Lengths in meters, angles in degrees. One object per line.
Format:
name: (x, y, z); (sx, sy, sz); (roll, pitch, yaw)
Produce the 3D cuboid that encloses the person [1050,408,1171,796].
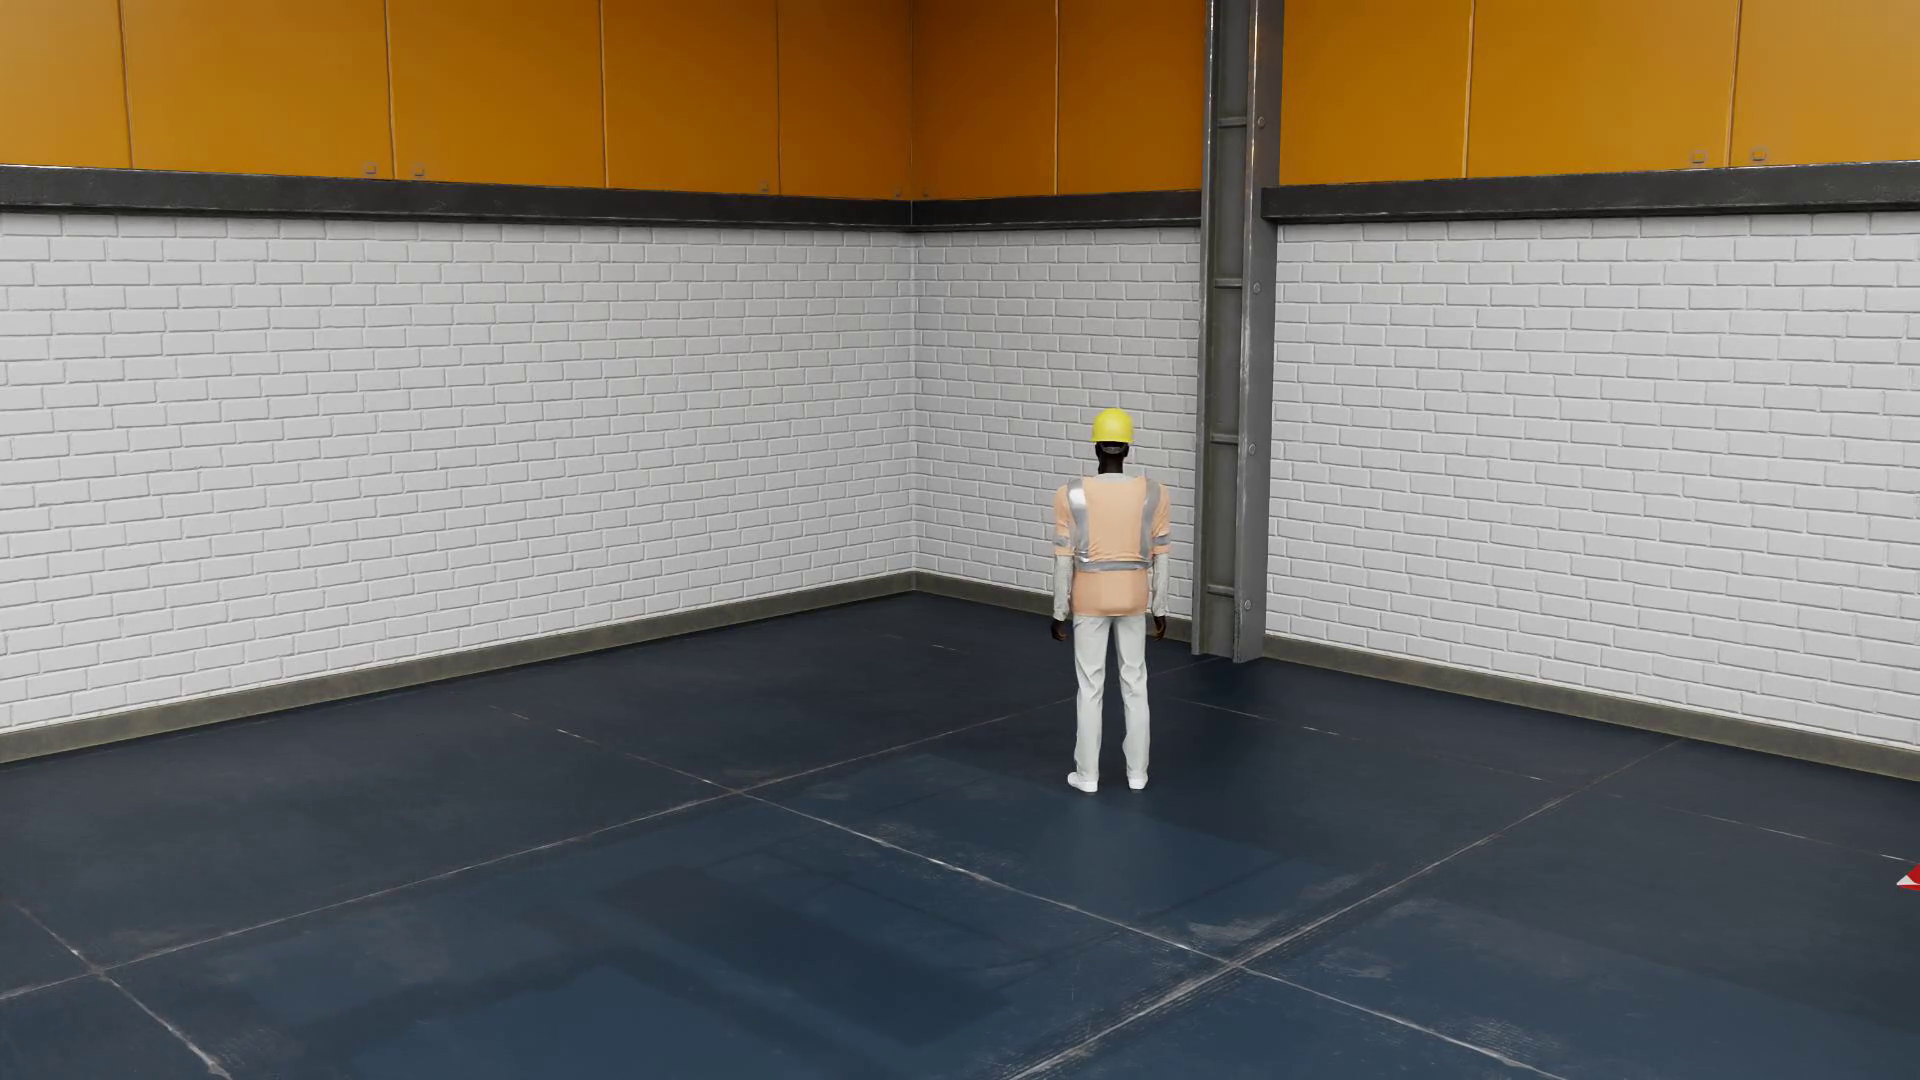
person: (0.740, 0.309, 8.264); (0.595, 1.925, 0.374); (-1, 9, -7)
